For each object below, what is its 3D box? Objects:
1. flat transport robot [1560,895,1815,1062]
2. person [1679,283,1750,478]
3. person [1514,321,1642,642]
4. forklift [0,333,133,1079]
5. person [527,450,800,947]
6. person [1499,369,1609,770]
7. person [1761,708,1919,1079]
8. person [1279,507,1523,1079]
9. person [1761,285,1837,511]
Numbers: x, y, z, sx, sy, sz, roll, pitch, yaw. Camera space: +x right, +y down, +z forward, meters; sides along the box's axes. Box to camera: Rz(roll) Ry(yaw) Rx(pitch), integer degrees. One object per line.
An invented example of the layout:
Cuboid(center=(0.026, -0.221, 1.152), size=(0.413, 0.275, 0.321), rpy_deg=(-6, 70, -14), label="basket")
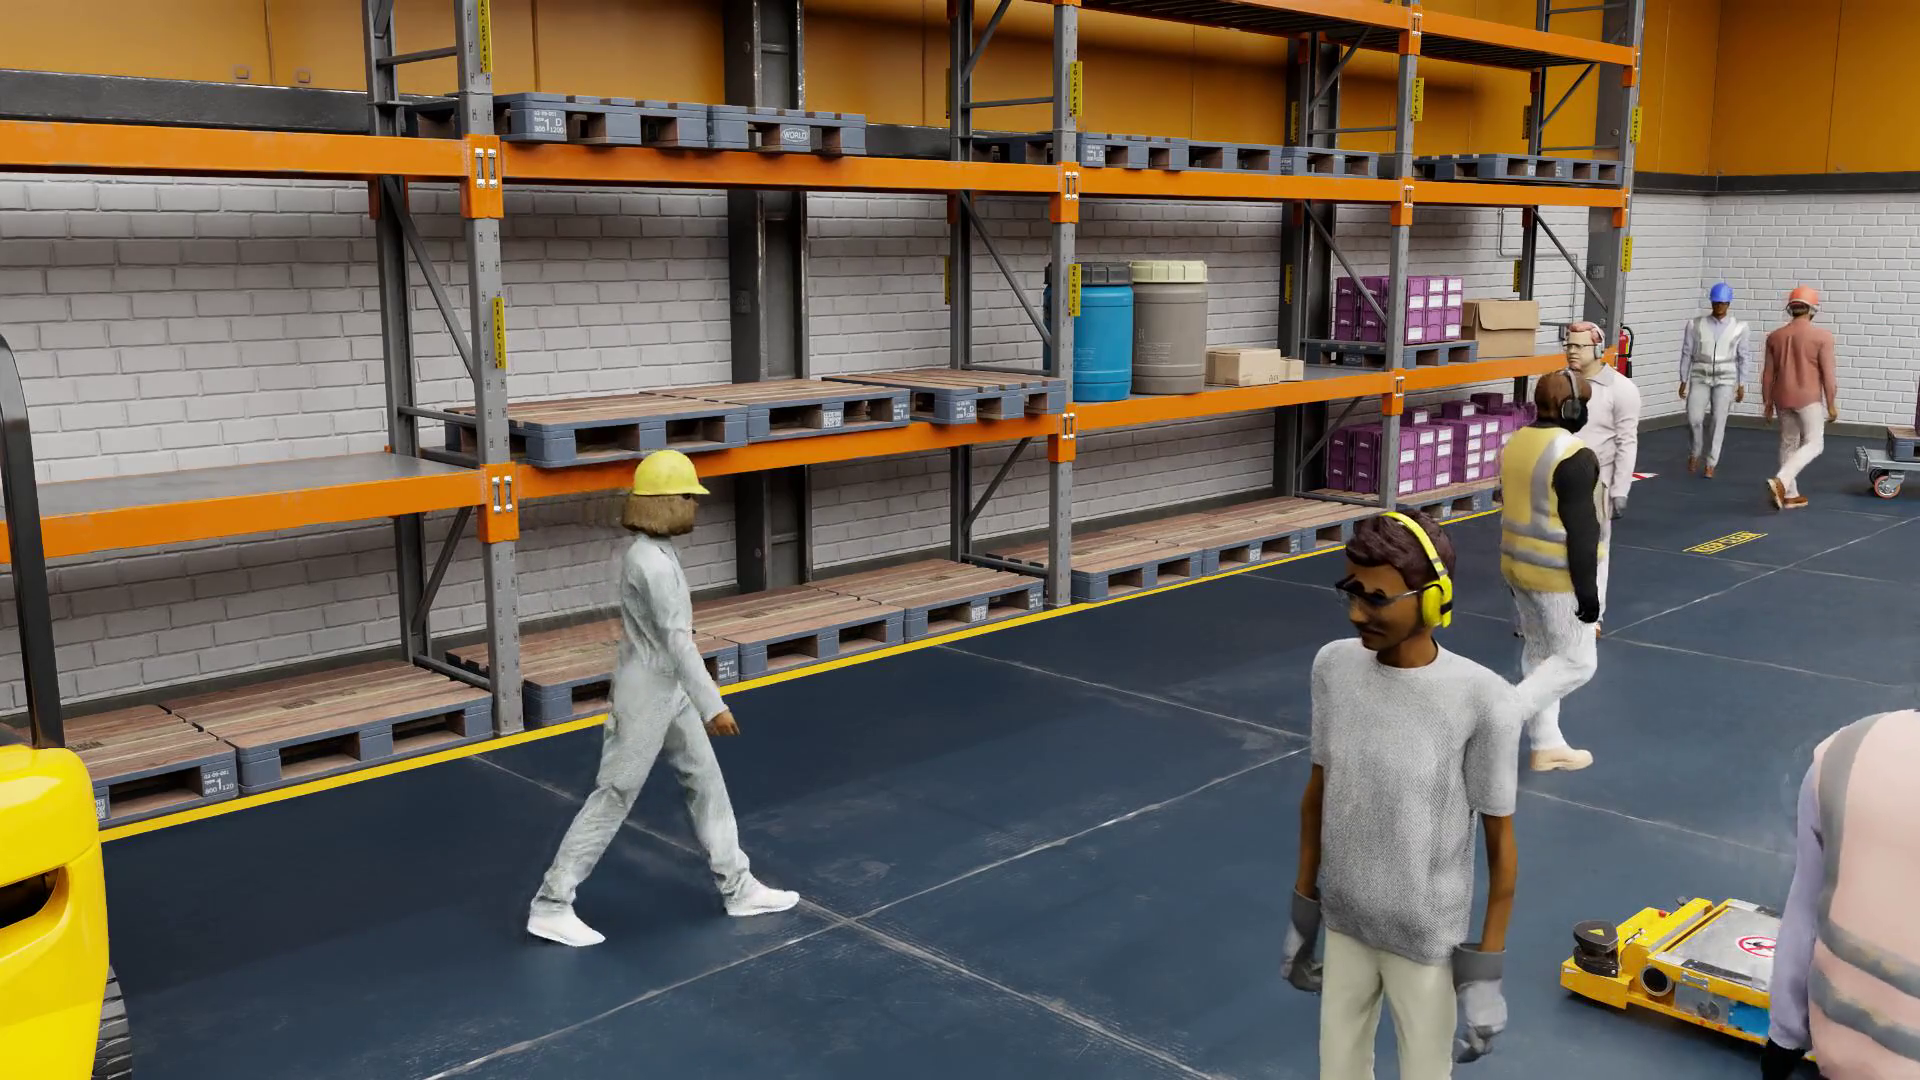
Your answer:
Cuboid(center=(2.633, 1.374, 4.980), size=(0.652, 0.197, 1.431), rpy_deg=(-10, 15, -44), label="flat transport robot")
Cuboid(center=(7.475, -1.574, 16.502), size=(0.634, 1.935, 0.439), rpy_deg=(5, 11, 24), label="person")
Cuboid(center=(3.617, -0.325, 9.784), size=(0.401, 1.910, 0.642), rpy_deg=(-9, 14, -42), label="person")
Cuboid(center=(-3.289, 0.485, 4.582), size=(1.214, 2.155, 2.313), rpy_deg=(-10, 14, -44), label="forklift")
Cuboid(center=(-1.060, 0.538, 5.671), size=(0.926, 1.693, 0.487), rpy_deg=(-1, 10, -7), label="person")
Cuboid(center=(2.571, 0.161, 7.335), size=(0.587, 1.828, 0.645), rpy_deg=(-2, 10, -8), label="person")
Cuboid(center=(1.729, 0.978, 3.011), size=(0.895, 1.797, 0.658), rpy_deg=(-4, 11, -20), label="person")
Cuboid(center=(0.906, 0.850, 3.496), size=(0.335, 1.865, 0.521), rpy_deg=(-9, 14, -42), label="person")
Cuboid(center=(7.275, -1.222, 14.478), size=(0.773, 1.974, 0.649), rpy_deg=(-6, 12, -28), label="person")
